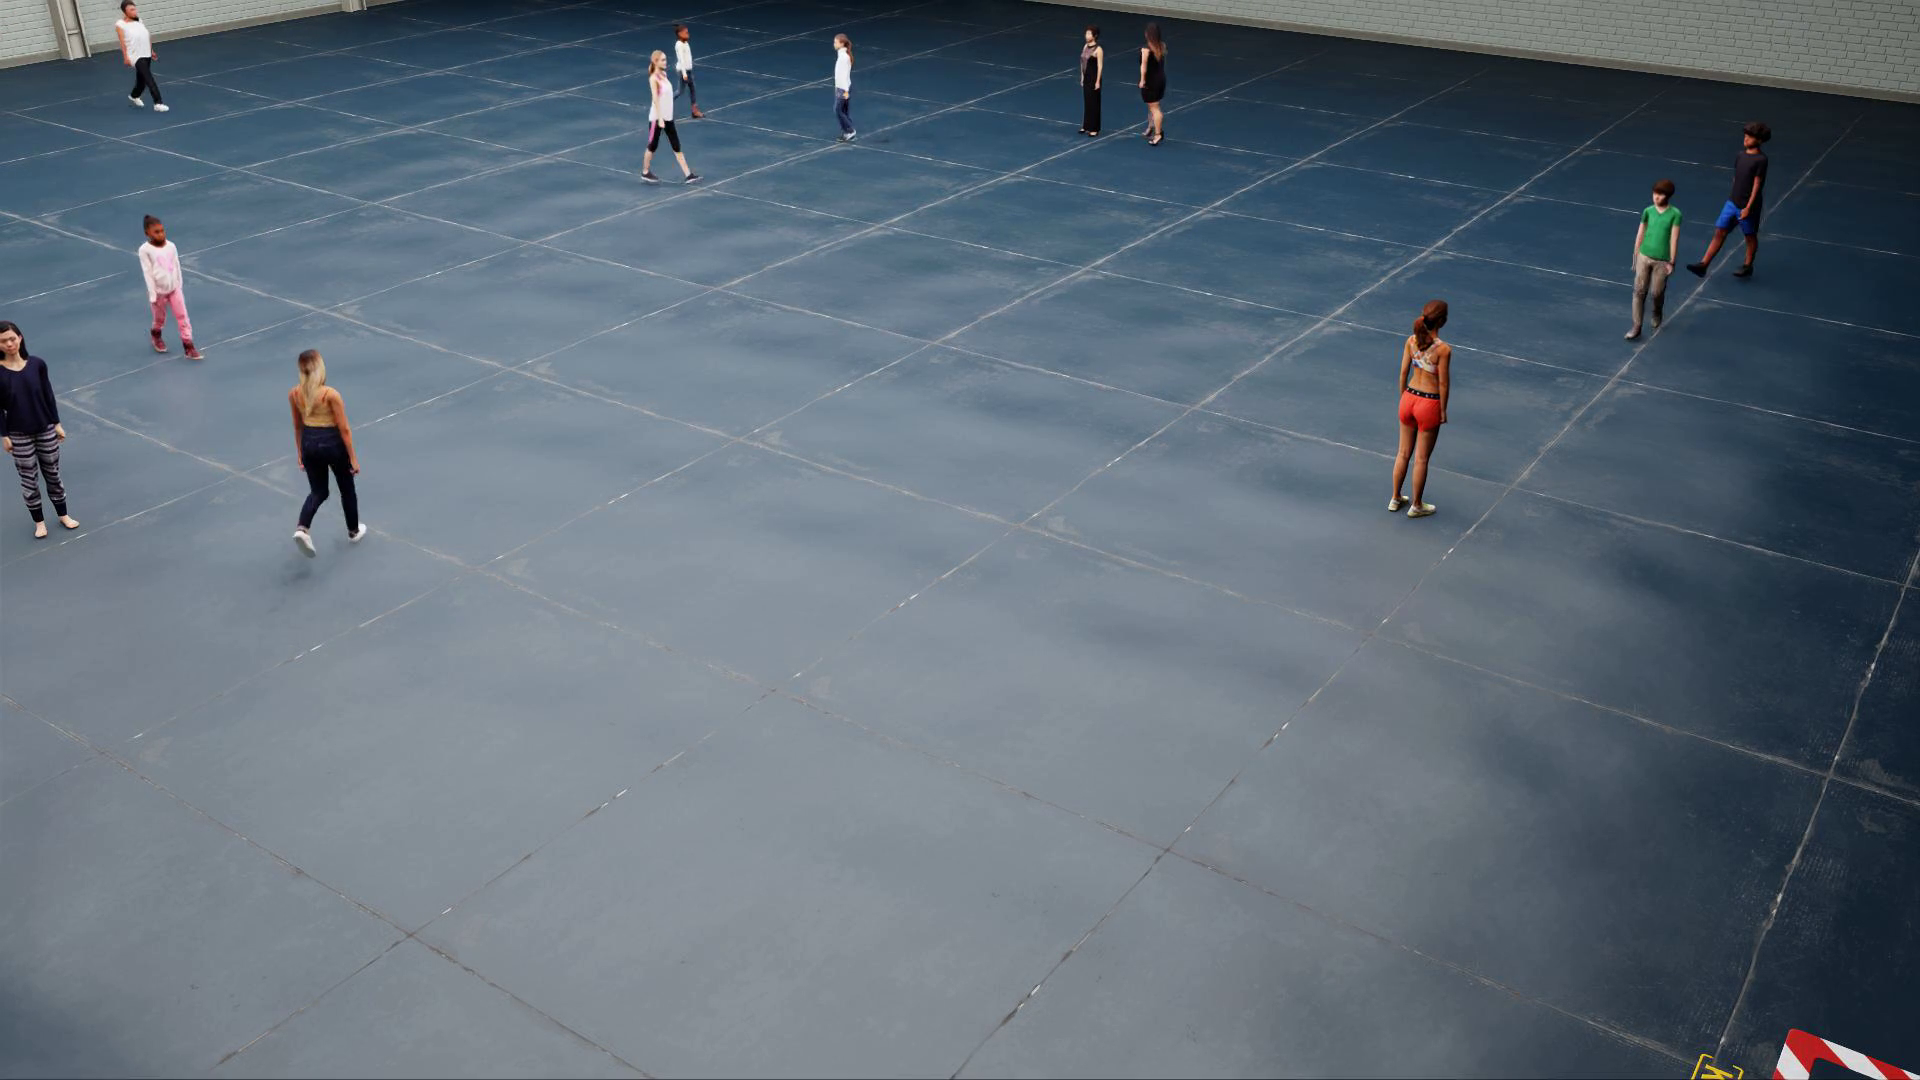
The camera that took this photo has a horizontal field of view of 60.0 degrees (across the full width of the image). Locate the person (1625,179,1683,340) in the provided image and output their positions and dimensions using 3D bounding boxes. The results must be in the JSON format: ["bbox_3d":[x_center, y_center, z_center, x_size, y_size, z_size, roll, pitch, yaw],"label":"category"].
[{"bbox_3d":[7.087,-2.859,16.903,0.630,1.633,0.836,22,35,36],"label":"person"}]

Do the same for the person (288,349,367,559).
[{"bbox_3d":[-4.846,-0.610,12.568,0.901,1.603,1.094,5,28,10],"label":"person"}]

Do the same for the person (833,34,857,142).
[{"bbox_3d":[-1.611,-6.569,24.204,0.720,1.545,0.666,-7,28,-14],"label":"person"}]

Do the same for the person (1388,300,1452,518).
[{"bbox_3d":[3.660,-1.045,13.209,0.615,1.790,0.638,-22,35,-36],"label":"person"}]

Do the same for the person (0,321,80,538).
[{"bbox_3d":[-7.246,-0.880,12.951,0.531,1.733,0.712,-22,34,-36],"label":"person"}]

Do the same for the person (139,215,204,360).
[{"bbox_3d":[-7.892,-2.490,16.418,0.698,1.421,0.931,23,35,38],"label":"person"}]

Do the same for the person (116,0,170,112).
[{"bbox_3d":[-12.893,-7.583,26.051,0.948,1.657,1.101,7,28,14],"label":"person"}]

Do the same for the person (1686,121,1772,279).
[{"bbox_3d":[8.786,-3.733,18.475,1.203,1.747,1.006,-11,29,-21],"label":"person"}]

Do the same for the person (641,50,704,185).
[{"bbox_3d":[-4.046,-5.551,22.025,0.918,1.731,1.164,9,28,16],"label":"person"}]

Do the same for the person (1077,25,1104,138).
[{"bbox_3d":[1.962,-6.786,24.562,0.644,1.603,0.648,-15,31,-27],"label":"person"}]

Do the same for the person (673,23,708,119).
[{"bbox_3d":[-4.293,-7.170,25.490,0.836,1.437,0.960,5,28,10],"label":"person"}]

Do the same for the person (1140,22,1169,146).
[{"bbox_3d":[2.850,-6.586,24.079,0.727,1.690,0.675,18,32,31],"label":"person"}]
